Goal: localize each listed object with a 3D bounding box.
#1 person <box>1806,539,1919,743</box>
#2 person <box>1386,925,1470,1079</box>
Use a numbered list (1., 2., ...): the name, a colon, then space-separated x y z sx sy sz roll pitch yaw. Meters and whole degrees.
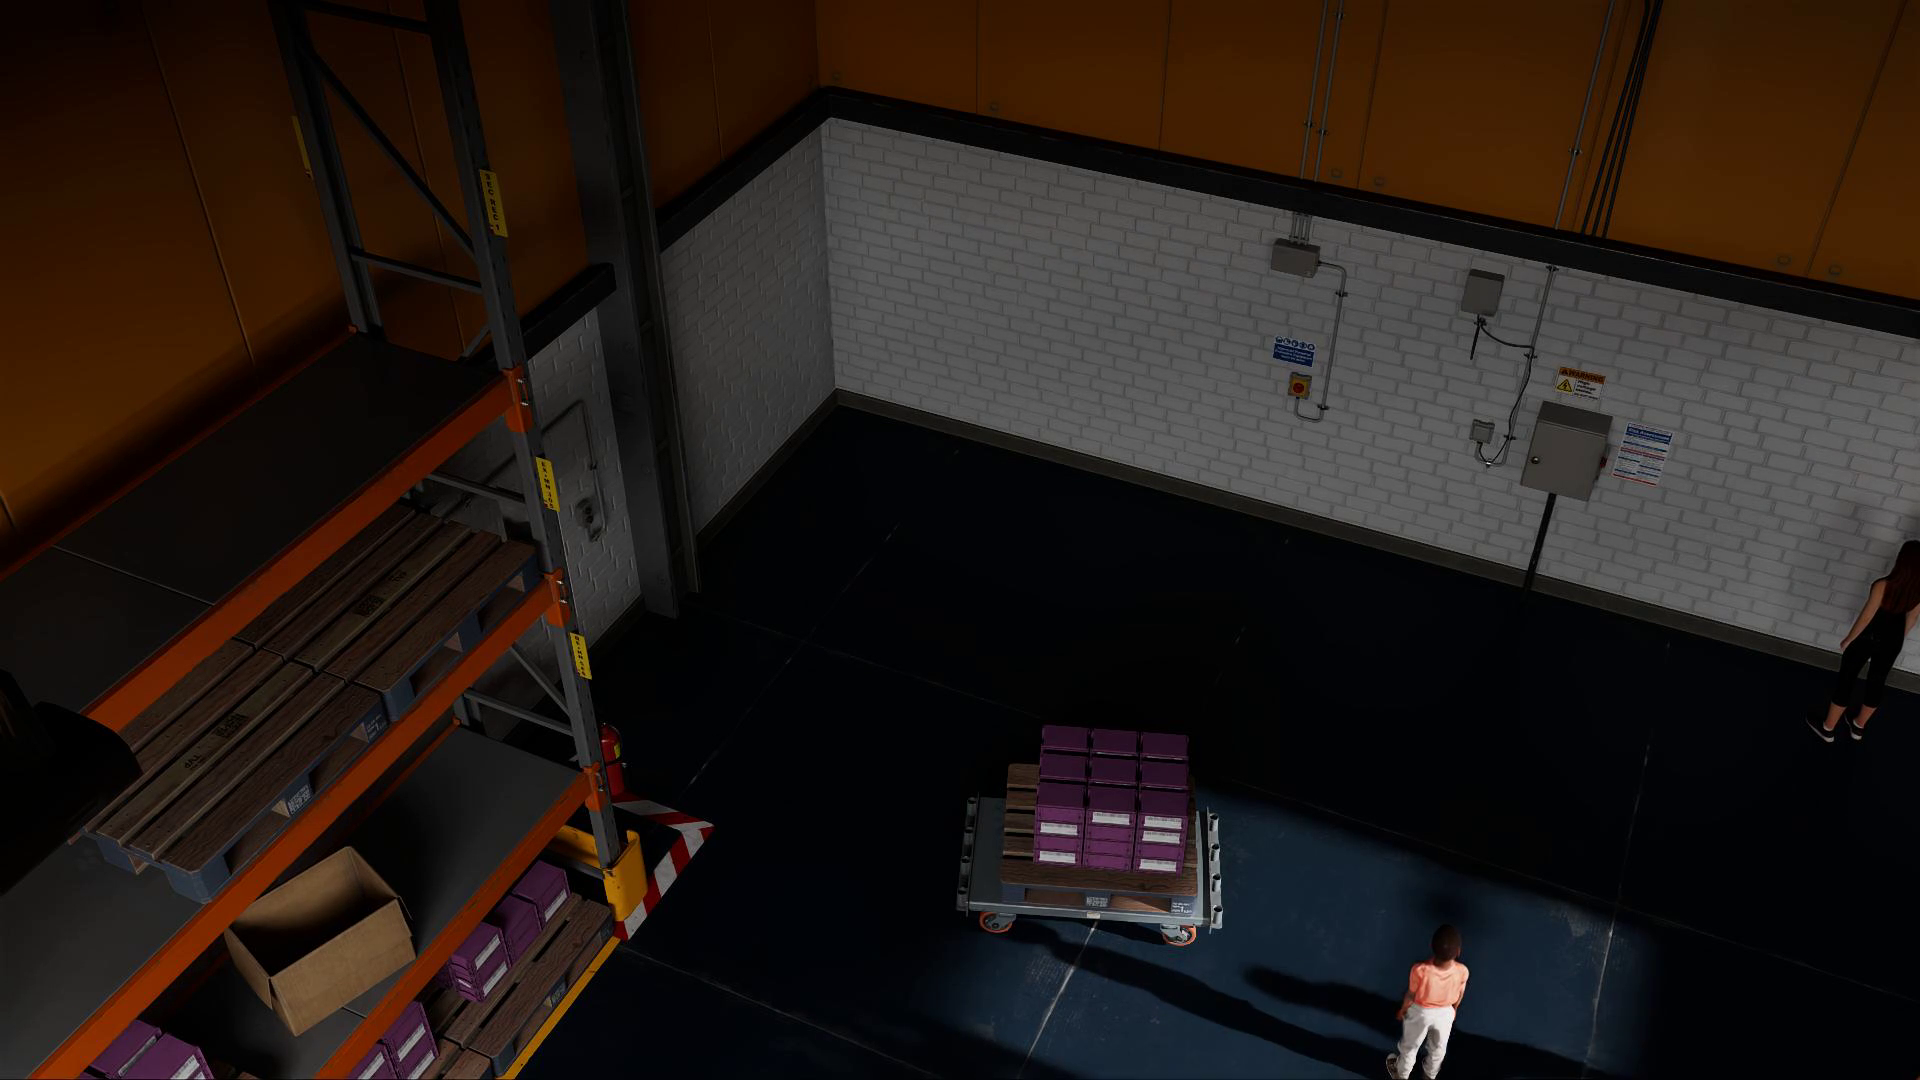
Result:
1. person: 6.306 0.696 11.439 0.639 1.725 0.649 -2 39 -2
2. person: 2.640 2.644 9.332 0.548 1.310 0.564 3 39 4
